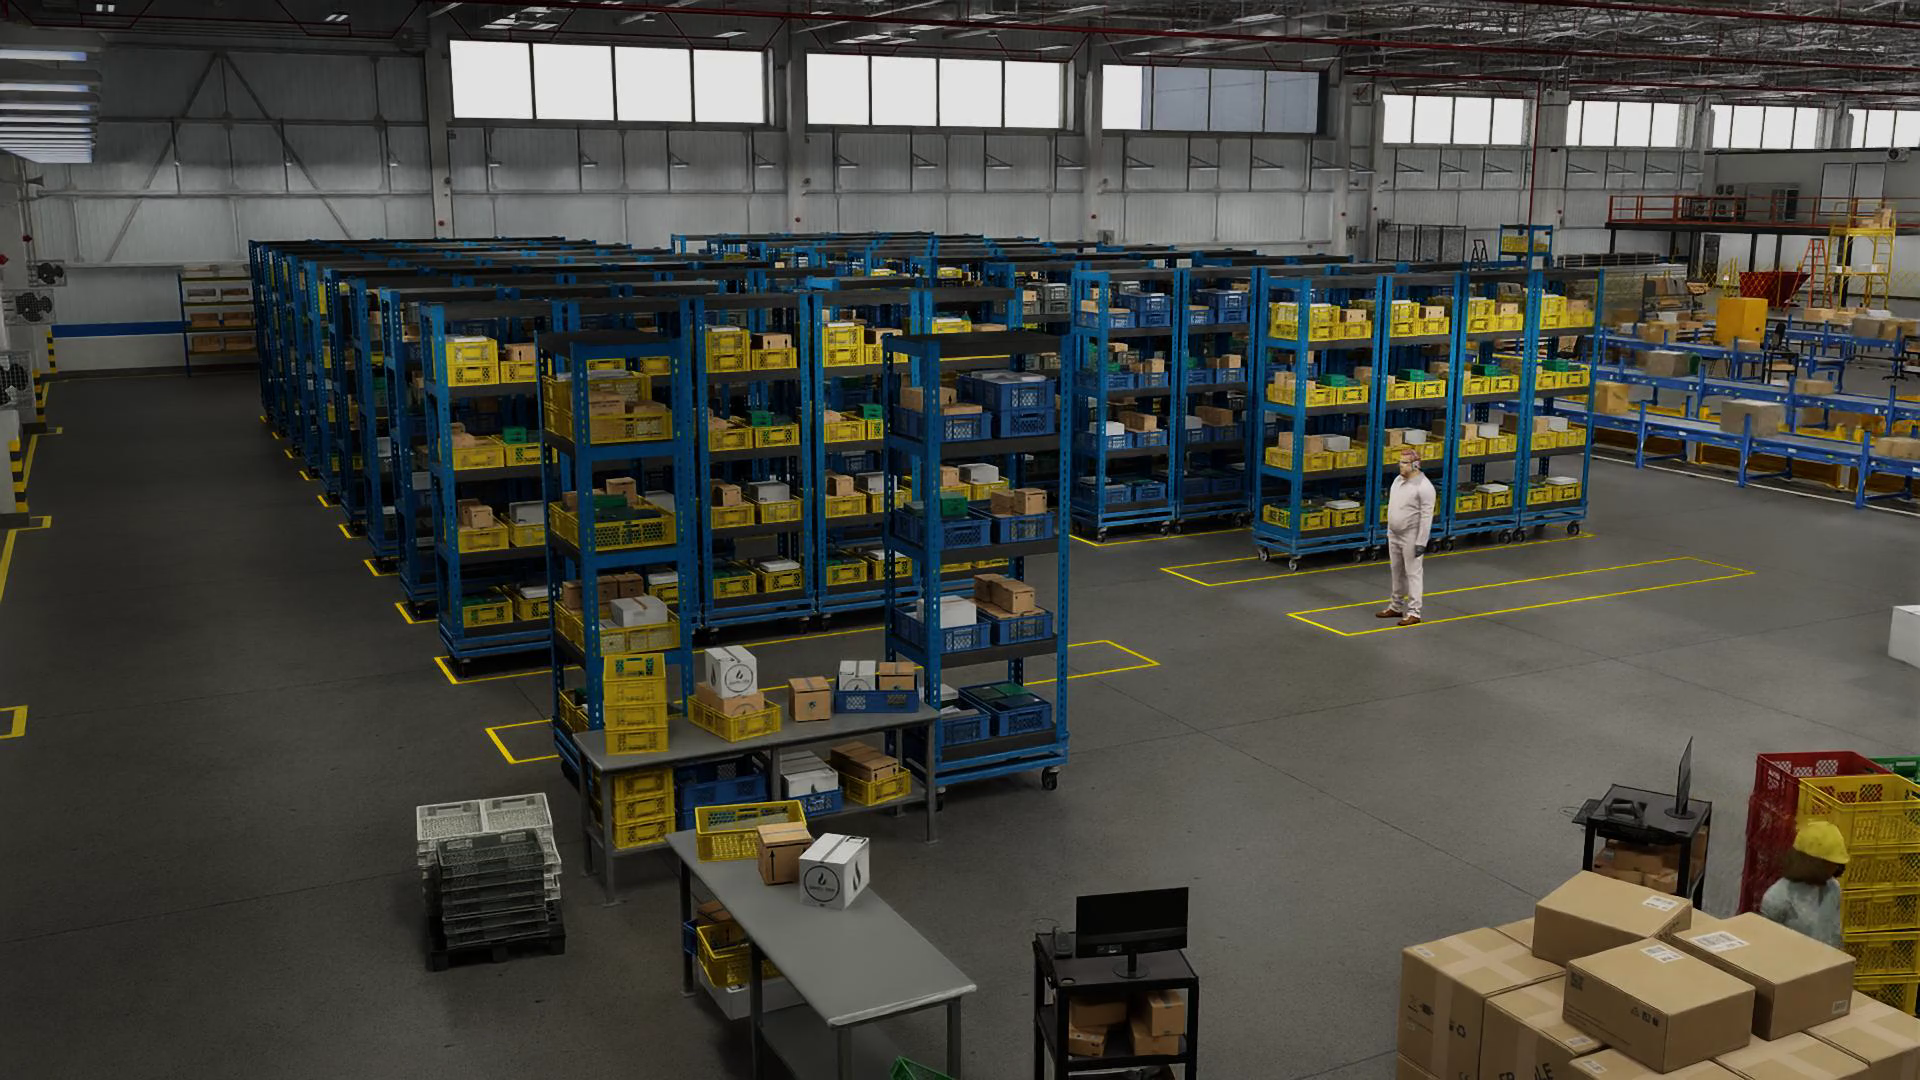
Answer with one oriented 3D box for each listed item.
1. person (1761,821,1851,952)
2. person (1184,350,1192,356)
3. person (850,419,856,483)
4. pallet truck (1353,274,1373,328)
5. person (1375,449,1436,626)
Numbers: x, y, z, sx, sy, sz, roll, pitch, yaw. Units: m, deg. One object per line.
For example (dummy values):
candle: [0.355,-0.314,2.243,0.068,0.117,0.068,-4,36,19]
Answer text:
person: [4.053,2.151,8.211,0.495,1.713,0.815,-6,14,-28]
person: [5.284,-4.197,37.735,0.611,1.777,0.914,-10,15,-38]
person: [-1.234,-1.029,22.469,0.610,1.976,0.434,-6,14,-27]
pallet truck: [13.011,-8.050,55.243,0.823,1.965,1.885,-7,14,-28]
person: [4.812,-0.037,17.978,0.408,1.908,0.644,-5,13,-22]
